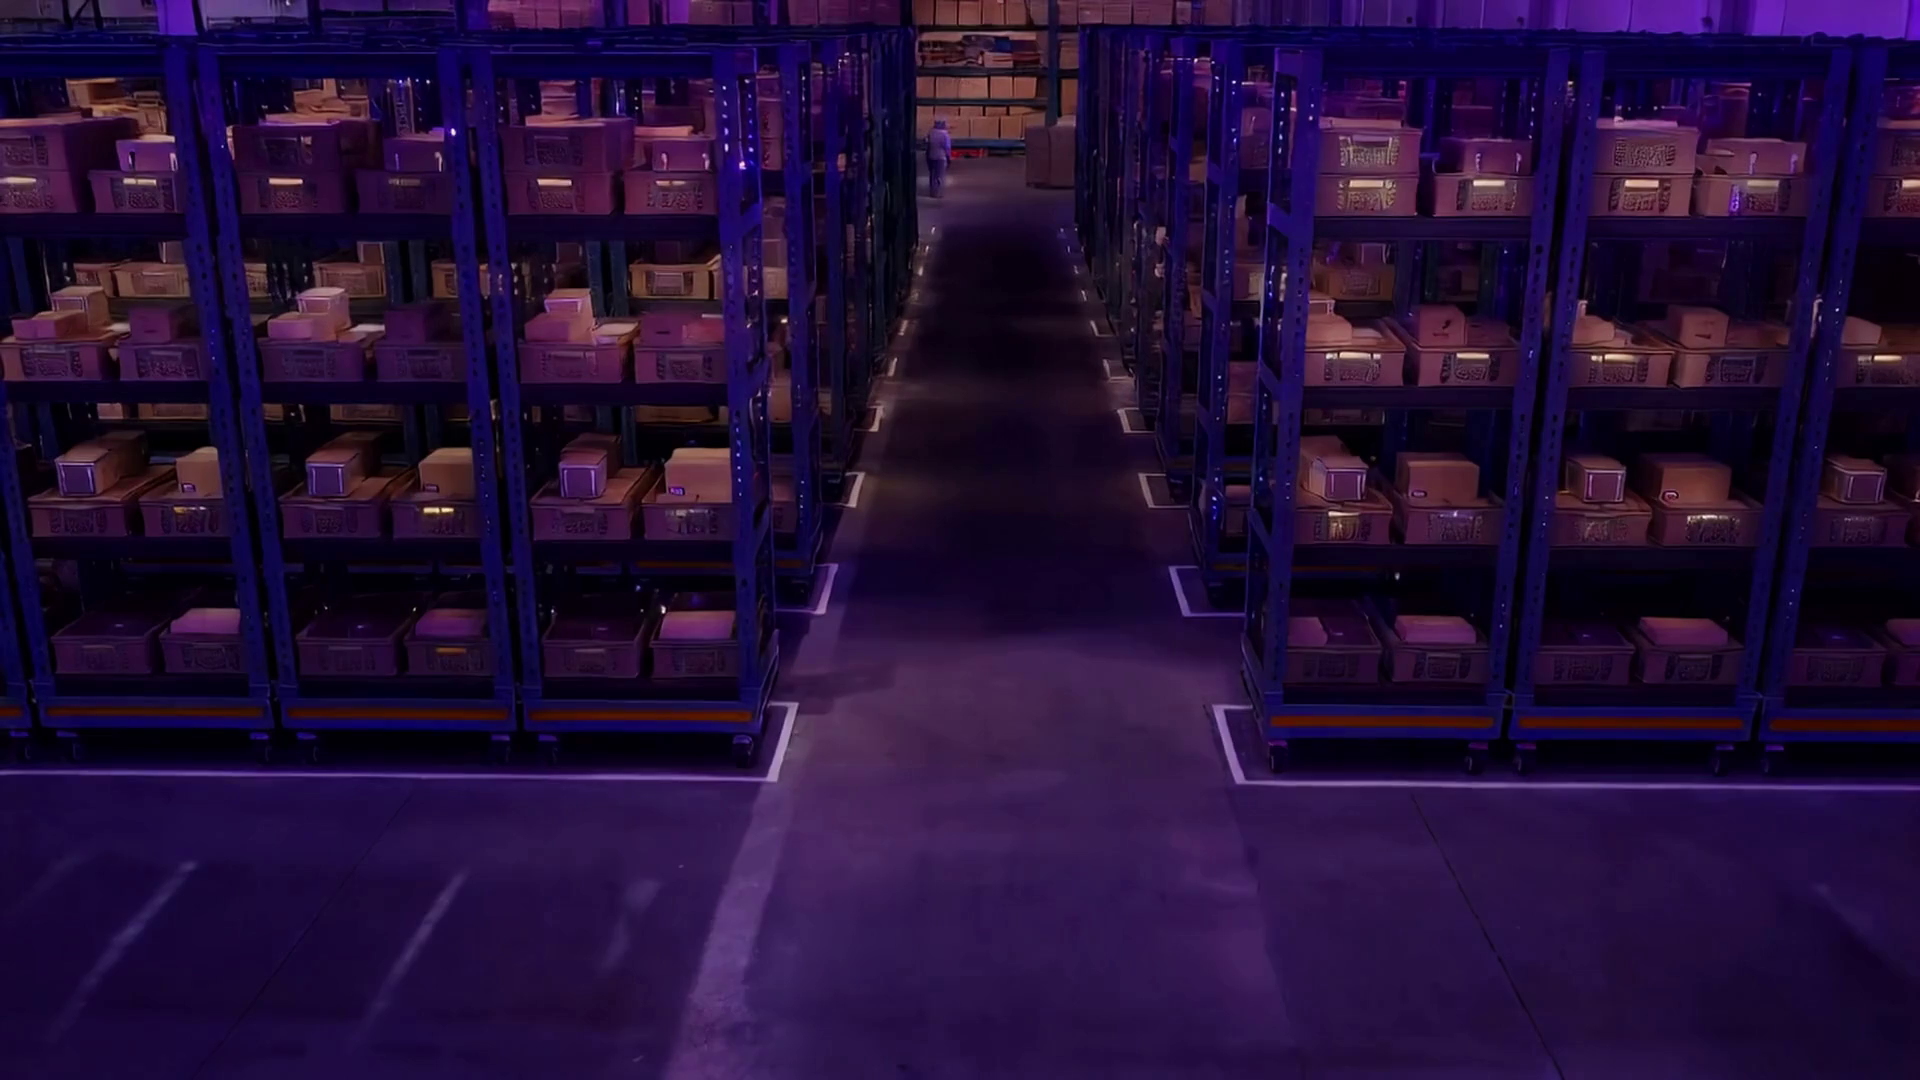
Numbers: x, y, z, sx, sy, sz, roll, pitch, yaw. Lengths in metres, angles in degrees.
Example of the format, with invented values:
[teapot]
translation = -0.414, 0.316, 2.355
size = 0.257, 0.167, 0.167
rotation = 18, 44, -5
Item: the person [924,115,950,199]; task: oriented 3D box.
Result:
[person]
translation = -0.478, -8.193, 35.599
size = 0.564, 1.752, 0.339
rotation = 6, 19, 19
